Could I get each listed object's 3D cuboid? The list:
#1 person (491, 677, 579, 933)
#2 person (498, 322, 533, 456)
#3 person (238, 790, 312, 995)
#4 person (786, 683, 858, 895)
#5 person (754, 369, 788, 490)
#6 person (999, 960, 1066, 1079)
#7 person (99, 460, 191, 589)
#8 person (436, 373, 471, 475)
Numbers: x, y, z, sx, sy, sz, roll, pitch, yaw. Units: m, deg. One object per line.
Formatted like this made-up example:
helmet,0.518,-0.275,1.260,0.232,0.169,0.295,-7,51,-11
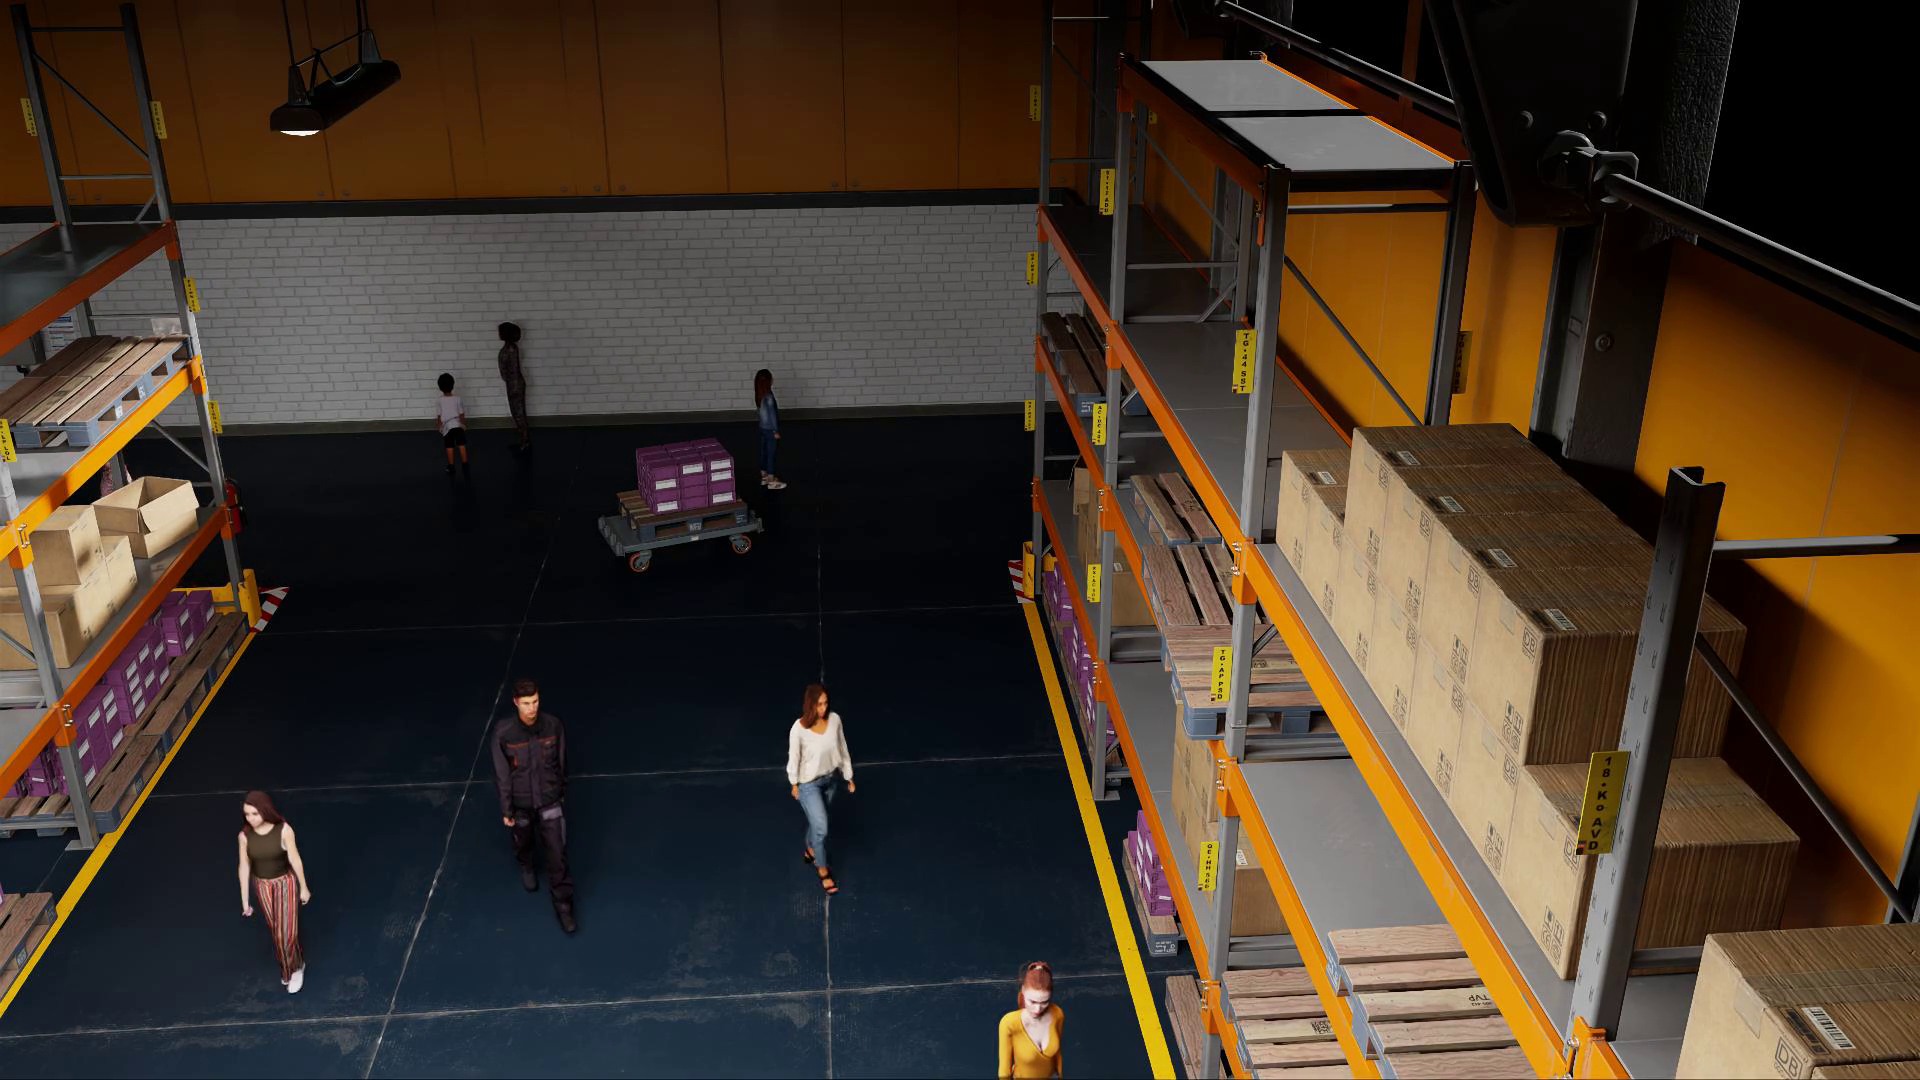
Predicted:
person,-3.150,1.849,12.167,0.957,1.894,1.325,-10,25,-21
person,-5.626,-1.933,21.043,0.691,1.714,0.563,-10,26,-22
person,-4.677,2.352,11.444,0.587,1.550,0.657,0,24,0
person,-1.118,1.792,12.582,0.829,1.666,0.906,-20,30,-37
person,-2.311,-1.342,19.986,0.698,1.477,0.577,-14,27,-29
person,0.391,3.130,9.412,0.651,1.753,0.659,-12,26,-25
person,-8.384,-0.170,16.927,1.101,1.780,1.192,-14,27,-29
person,-6.259,-1.440,20.480,0.546,1.261,0.567,-10,26,-22
